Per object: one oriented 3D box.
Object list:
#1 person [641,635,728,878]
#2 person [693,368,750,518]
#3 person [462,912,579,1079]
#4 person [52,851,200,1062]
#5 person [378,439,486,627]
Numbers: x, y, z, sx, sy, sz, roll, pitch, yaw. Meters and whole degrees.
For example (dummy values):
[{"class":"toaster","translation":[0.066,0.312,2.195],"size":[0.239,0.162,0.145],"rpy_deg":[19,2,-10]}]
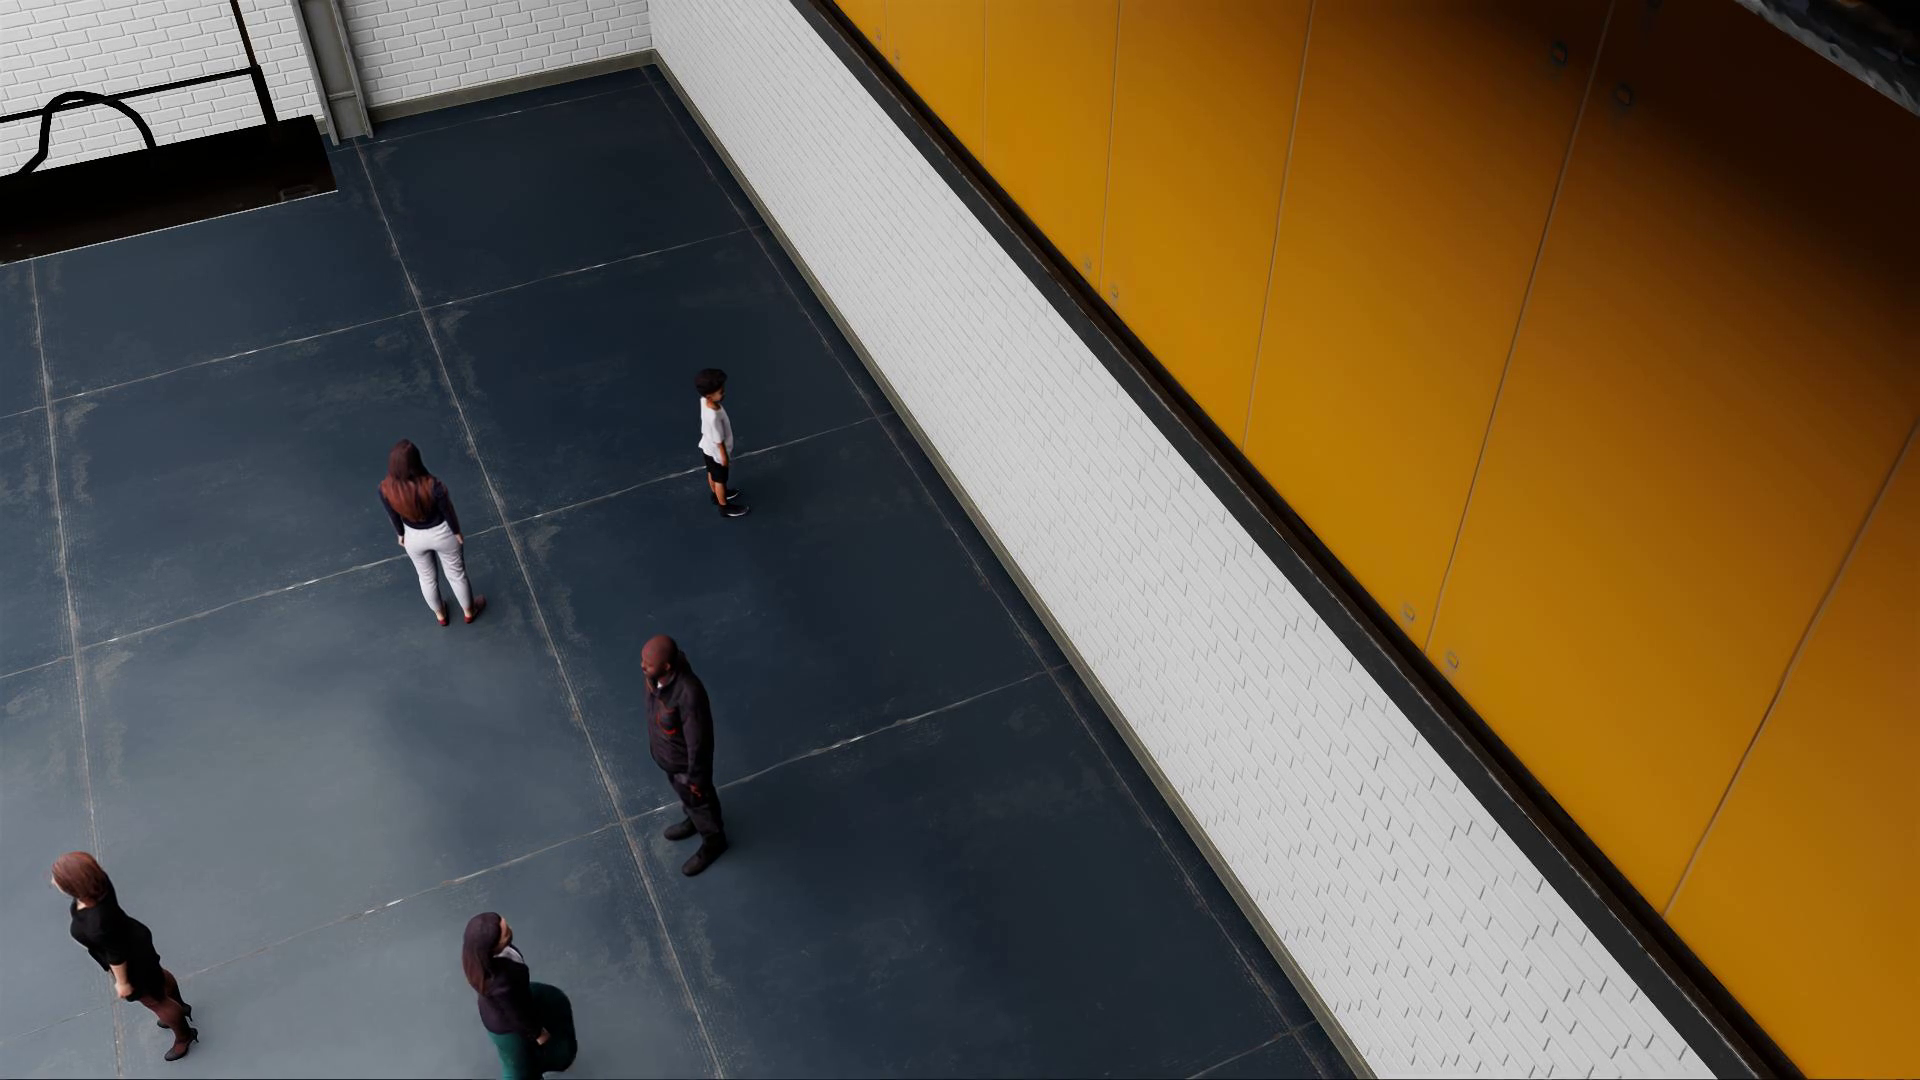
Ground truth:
[{"class":"person","translation":[-1.583,1.193,9.691],"size":[0.687,1.813,0.747],"rpy_deg":[-27,50,-25]},{"class":"person","translation":[-1.780,-0.710,12.088],"size":[0.487,1.261,0.484],"rpy_deg":[-16,46,-16]},{"class":"person","translation":[-2.351,2.460,8.430],"size":[0.763,1.717,0.676],"rpy_deg":[-24,49,-23]},{"class":"person","translation":[-4.367,2.174,8.738],"size":[0.478,1.706,0.577],"rpy_deg":[-18,46,-18]},{"class":"person","translation":[-3.542,-0.042,11.136],"size":[0.599,1.608,0.729],"rpy_deg":[-2,44,-2]}]
